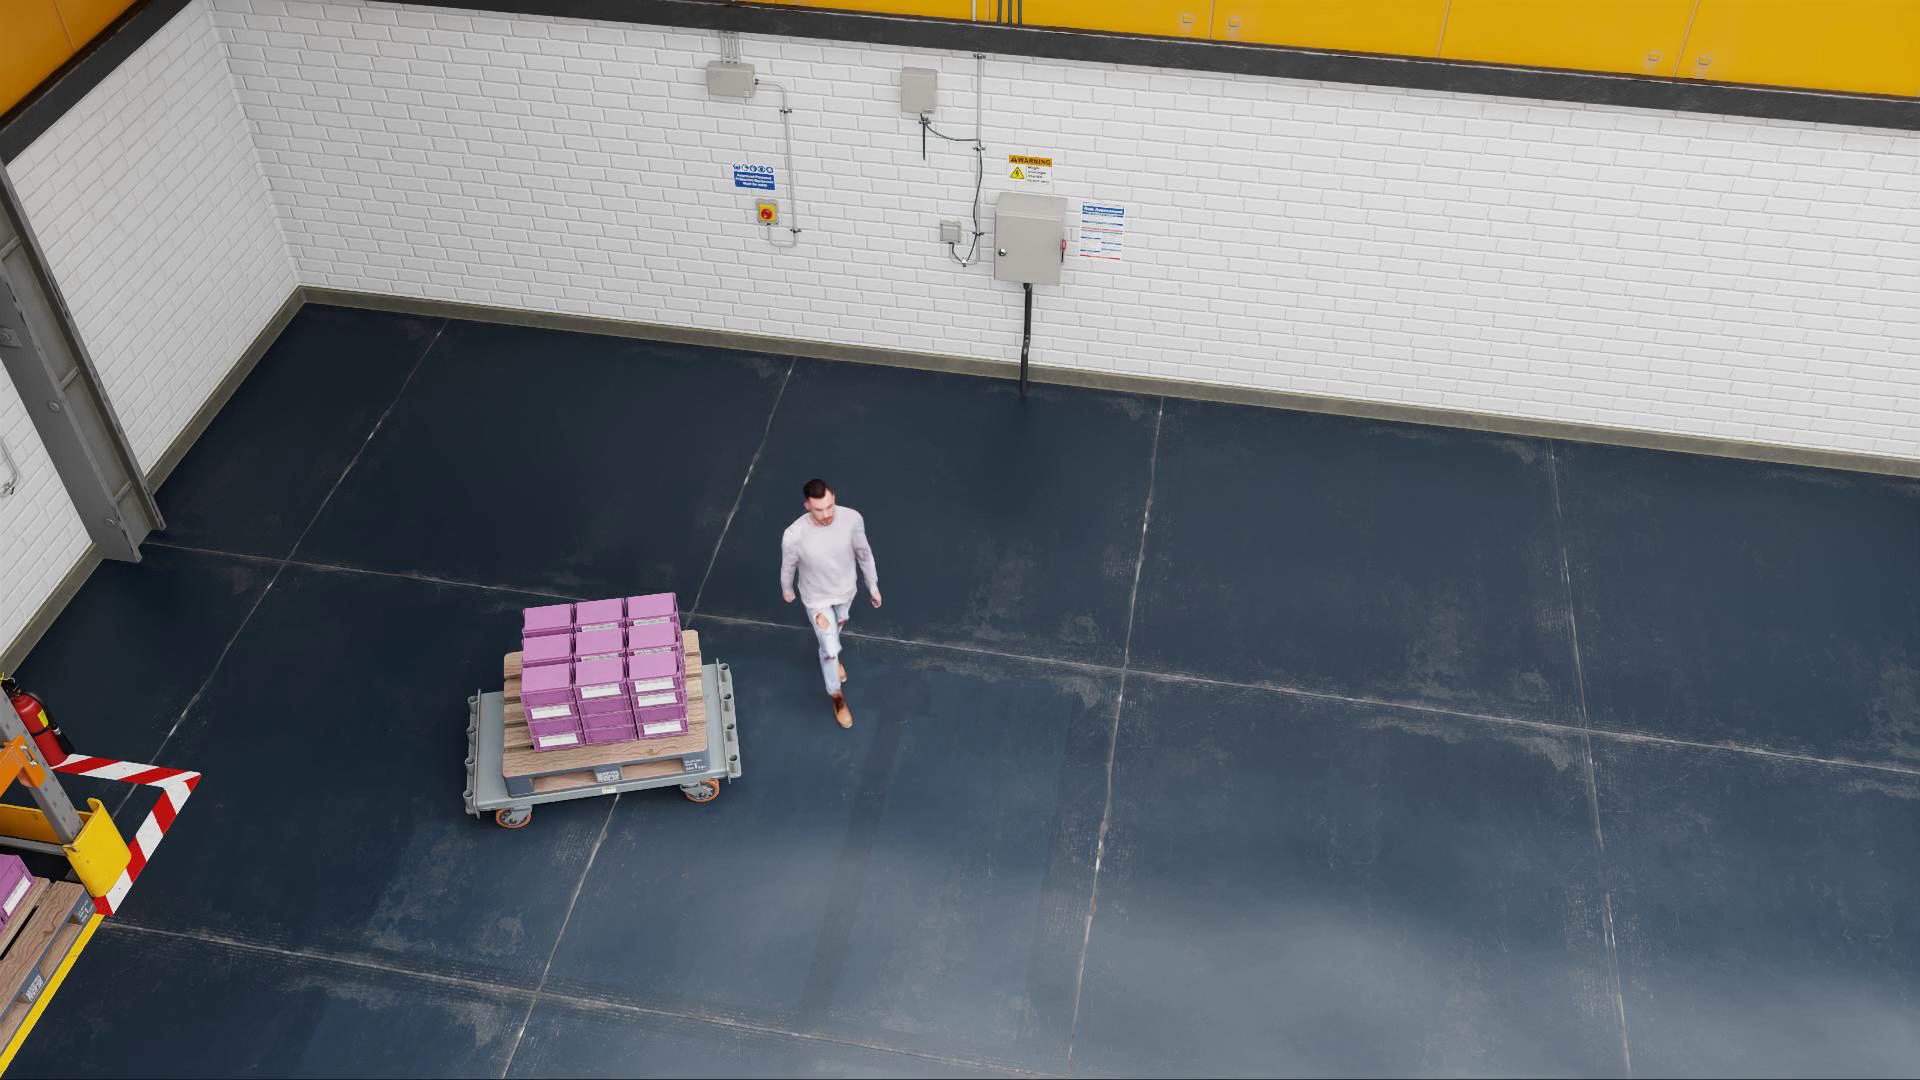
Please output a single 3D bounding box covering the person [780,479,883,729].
[{"bbox_3d":[-0.859,0.238,10.458,1.005,1.811,1.091,-22,48,-21],"label":"person"}]
